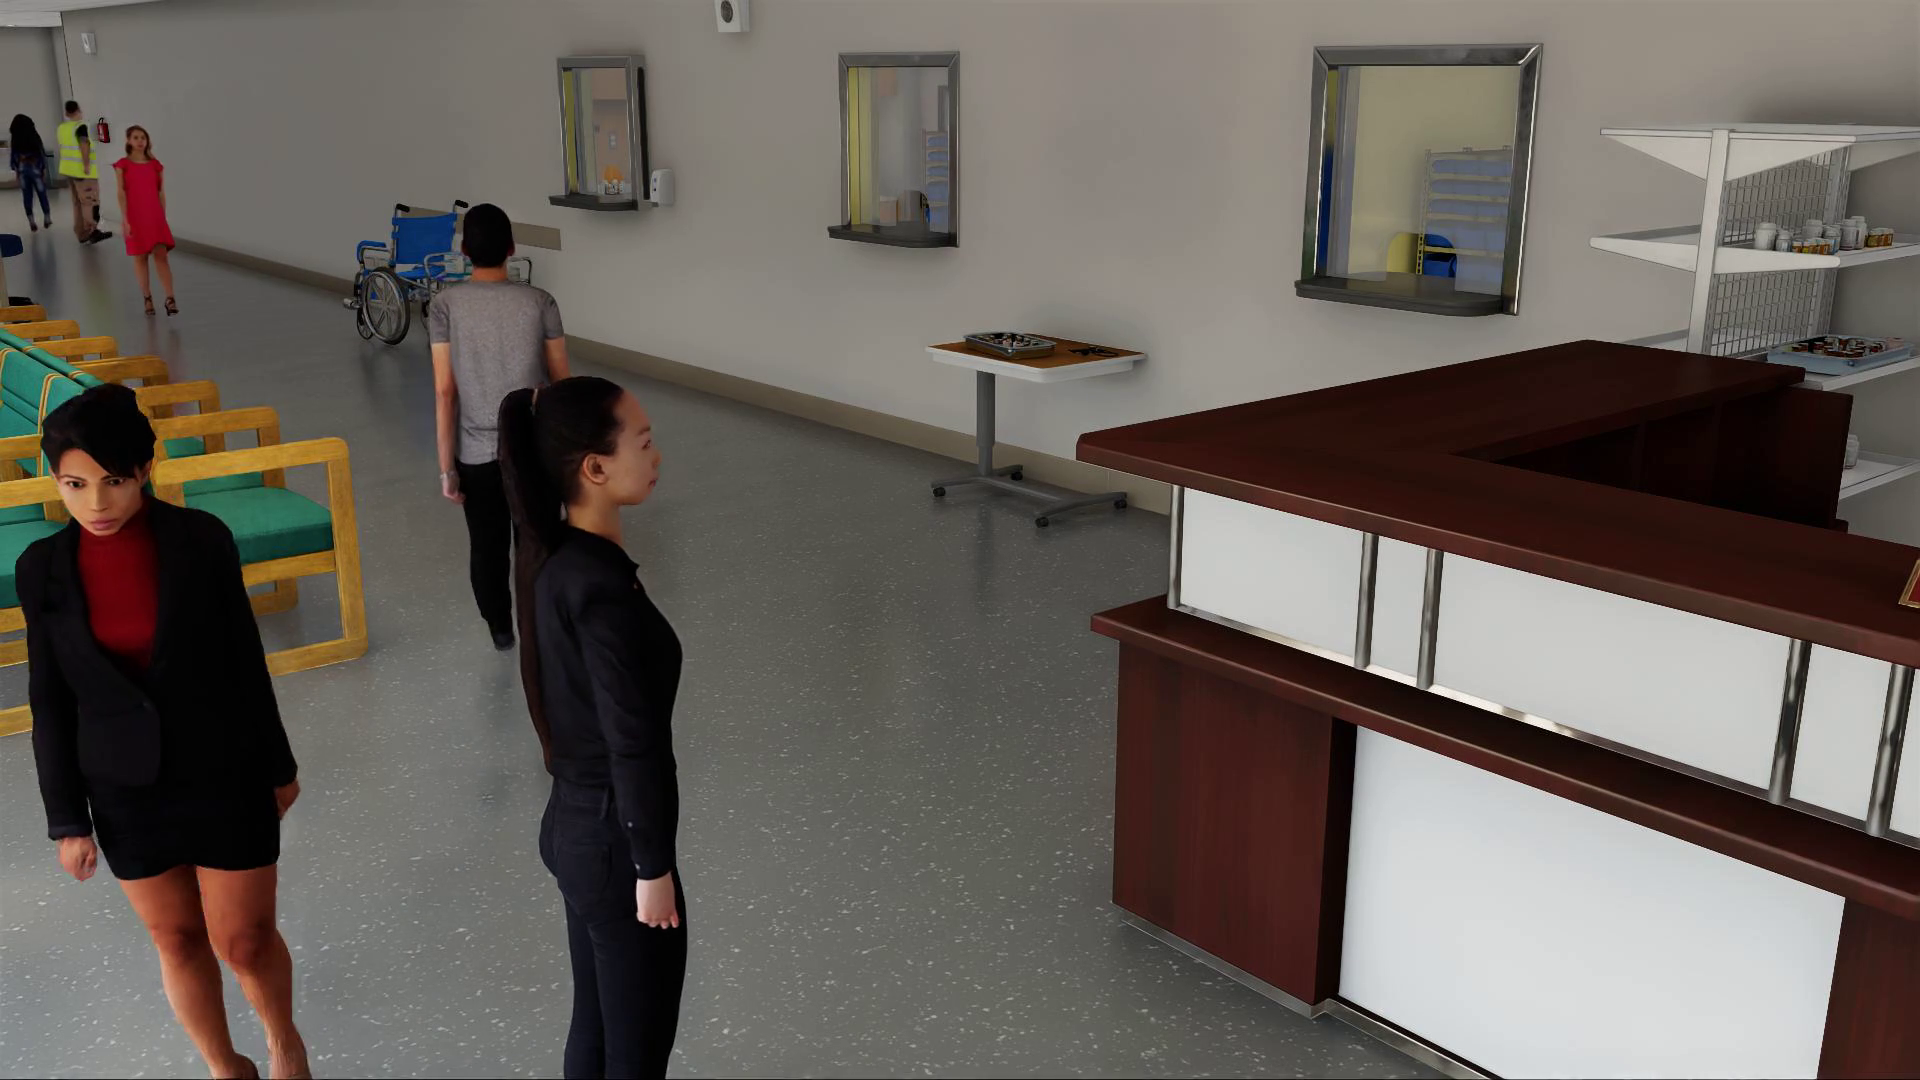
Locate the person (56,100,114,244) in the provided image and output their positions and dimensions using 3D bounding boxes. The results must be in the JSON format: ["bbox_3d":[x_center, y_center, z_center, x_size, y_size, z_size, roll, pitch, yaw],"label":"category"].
[{"bbox_3d":[-11.430,-4.764,21.596,1.004,1.805,0.872,14,21,40],"label":"person"}]

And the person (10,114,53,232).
[{"bbox_3d":[-12.829,-5.020,22.928,1.070,1.576,0.955,-5,16,-17],"label":"person"}]

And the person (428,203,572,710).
[{"bbox_3d":[-1.559,-0.250,5.753,1.154,1.714,1.041,-3,16,-11],"label":"person"}]

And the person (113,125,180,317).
[{"bbox_3d":[-7.398,-2.857,15.038,0.972,1.693,0.700,-10,19,-32],"label":"person"}]

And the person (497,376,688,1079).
[{"bbox_3d":[-0.604,0.553,2.910,0.567,1.712,0.620,-7,17,-24],"label":"person"}]

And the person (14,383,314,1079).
[{"bbox_3d":[-1.532,0.495,3.279,0.650,1.623,0.750,-5,17,-17],"label":"person"}]
